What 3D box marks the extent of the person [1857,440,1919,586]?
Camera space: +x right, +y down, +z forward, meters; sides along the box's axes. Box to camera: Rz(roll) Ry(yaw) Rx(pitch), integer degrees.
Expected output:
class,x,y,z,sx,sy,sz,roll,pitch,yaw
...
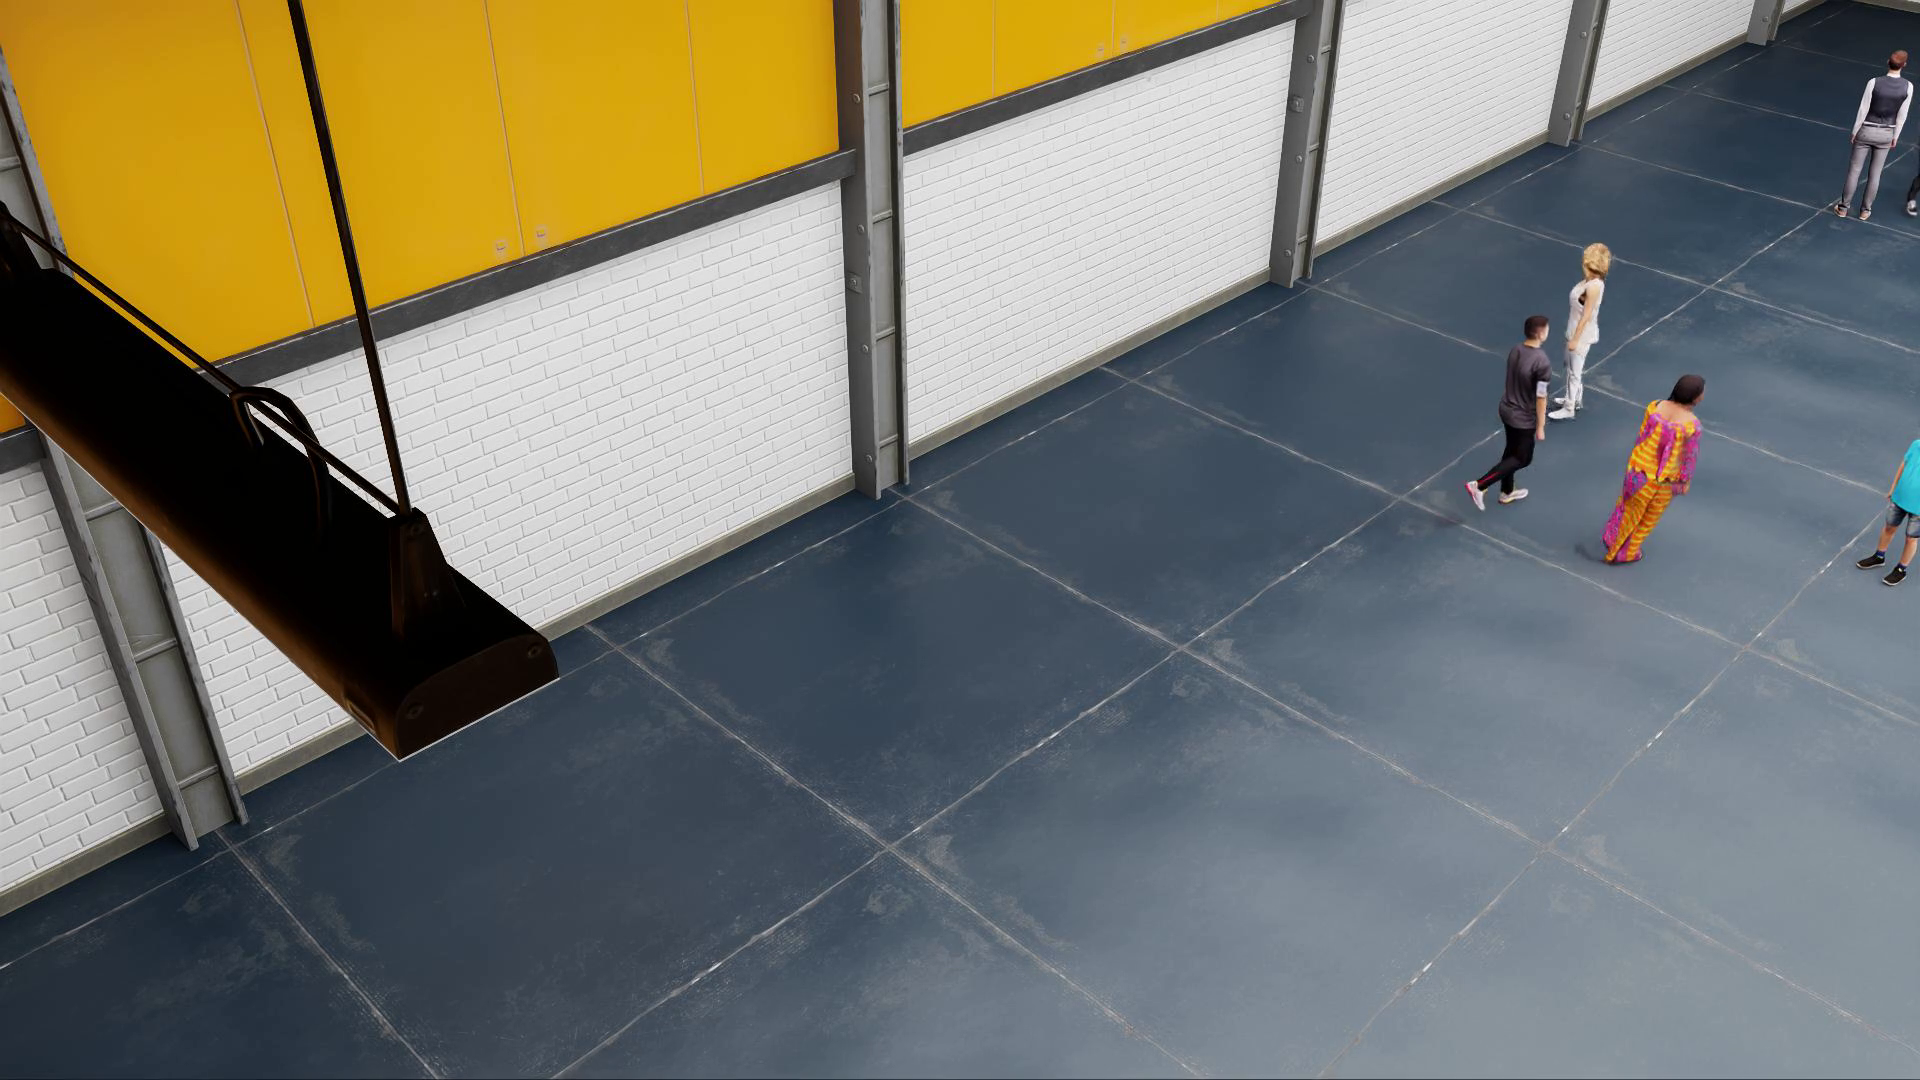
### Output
class,x,y,z,sx,sy,sz,roll,pitch,yaw
person,7.420,-0.342,12.925,0.582,1.449,0.581,-14,36,-20

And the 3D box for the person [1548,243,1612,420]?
class,x,y,z,sx,sy,sz,roll,pitch,yaw
person,5.621,-1.858,15.022,0.774,1.654,0.671,2,34,2

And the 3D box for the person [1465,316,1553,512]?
class,x,y,z,sx,sy,sz,roll,pitch,yaw
person,4.530,-0.996,13.642,1.050,1.746,0.914,-9,35,-13

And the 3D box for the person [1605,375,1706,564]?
class,x,y,z,sx,sy,sz,roll,pitch,yaw
person,5.452,-0.555,13.074,0.817,1.639,0.809,-28,43,-36

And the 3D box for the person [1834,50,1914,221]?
class,x,y,z,sx,sy,sz,roll,pitch,yaw
person,10.412,-4.613,18.909,0.733,1.938,0.709,13,36,18
